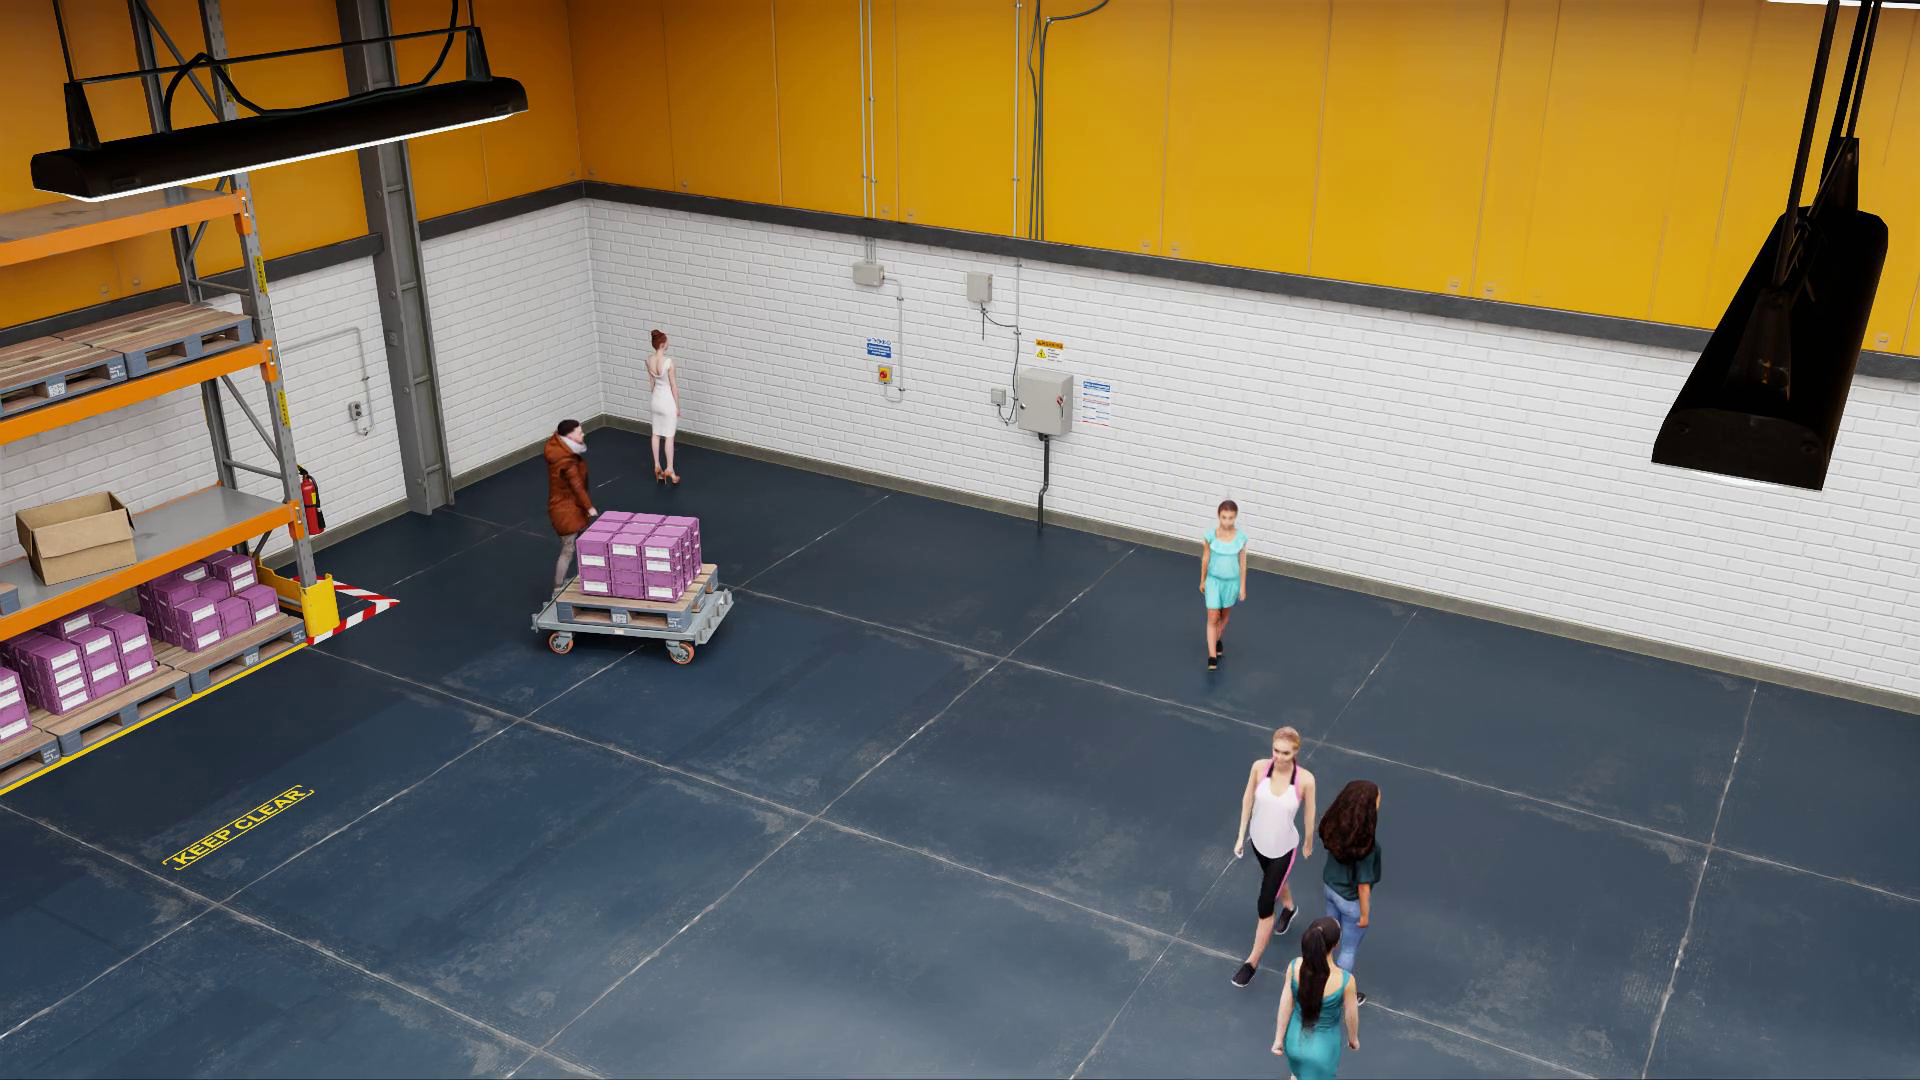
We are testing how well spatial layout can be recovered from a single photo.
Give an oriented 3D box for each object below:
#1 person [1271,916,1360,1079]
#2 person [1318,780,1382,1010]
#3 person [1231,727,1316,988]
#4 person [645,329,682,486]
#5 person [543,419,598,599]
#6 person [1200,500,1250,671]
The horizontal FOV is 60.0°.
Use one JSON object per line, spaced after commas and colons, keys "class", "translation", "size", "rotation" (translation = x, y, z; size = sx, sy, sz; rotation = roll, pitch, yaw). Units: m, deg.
{"class": "person", "translation": [1.871, 2.813, 8.987], "size": [0.594, 1.648, 0.996], "rotation": [14, 27, 30]}
{"class": "person", "translation": [2.423, 2.209, 10.410], "size": [0.753, 1.615, 0.706], "rotation": [-10, 25, -21]}
{"class": "person", "translation": [2.079, 1.954, 10.835], "size": [0.702, 1.742, 1.208], "rotation": [16, 28, 32]}
{"class": "person", "translation": [-3.339, -1.495, 18.660], "size": [0.554, 1.795, 0.487], "rotation": [14, 27, 29]}
{"class": "person", "translation": [-3.812, -0.255, 15.805], "size": [1.016, 1.809, 0.943], "rotation": [-11, 26, -24]}
{"class": "person", "translation": [2.336, 0.349, 14.773], "size": [0.815, 1.529, 1.055], "rotation": [3, 24, 6]}
